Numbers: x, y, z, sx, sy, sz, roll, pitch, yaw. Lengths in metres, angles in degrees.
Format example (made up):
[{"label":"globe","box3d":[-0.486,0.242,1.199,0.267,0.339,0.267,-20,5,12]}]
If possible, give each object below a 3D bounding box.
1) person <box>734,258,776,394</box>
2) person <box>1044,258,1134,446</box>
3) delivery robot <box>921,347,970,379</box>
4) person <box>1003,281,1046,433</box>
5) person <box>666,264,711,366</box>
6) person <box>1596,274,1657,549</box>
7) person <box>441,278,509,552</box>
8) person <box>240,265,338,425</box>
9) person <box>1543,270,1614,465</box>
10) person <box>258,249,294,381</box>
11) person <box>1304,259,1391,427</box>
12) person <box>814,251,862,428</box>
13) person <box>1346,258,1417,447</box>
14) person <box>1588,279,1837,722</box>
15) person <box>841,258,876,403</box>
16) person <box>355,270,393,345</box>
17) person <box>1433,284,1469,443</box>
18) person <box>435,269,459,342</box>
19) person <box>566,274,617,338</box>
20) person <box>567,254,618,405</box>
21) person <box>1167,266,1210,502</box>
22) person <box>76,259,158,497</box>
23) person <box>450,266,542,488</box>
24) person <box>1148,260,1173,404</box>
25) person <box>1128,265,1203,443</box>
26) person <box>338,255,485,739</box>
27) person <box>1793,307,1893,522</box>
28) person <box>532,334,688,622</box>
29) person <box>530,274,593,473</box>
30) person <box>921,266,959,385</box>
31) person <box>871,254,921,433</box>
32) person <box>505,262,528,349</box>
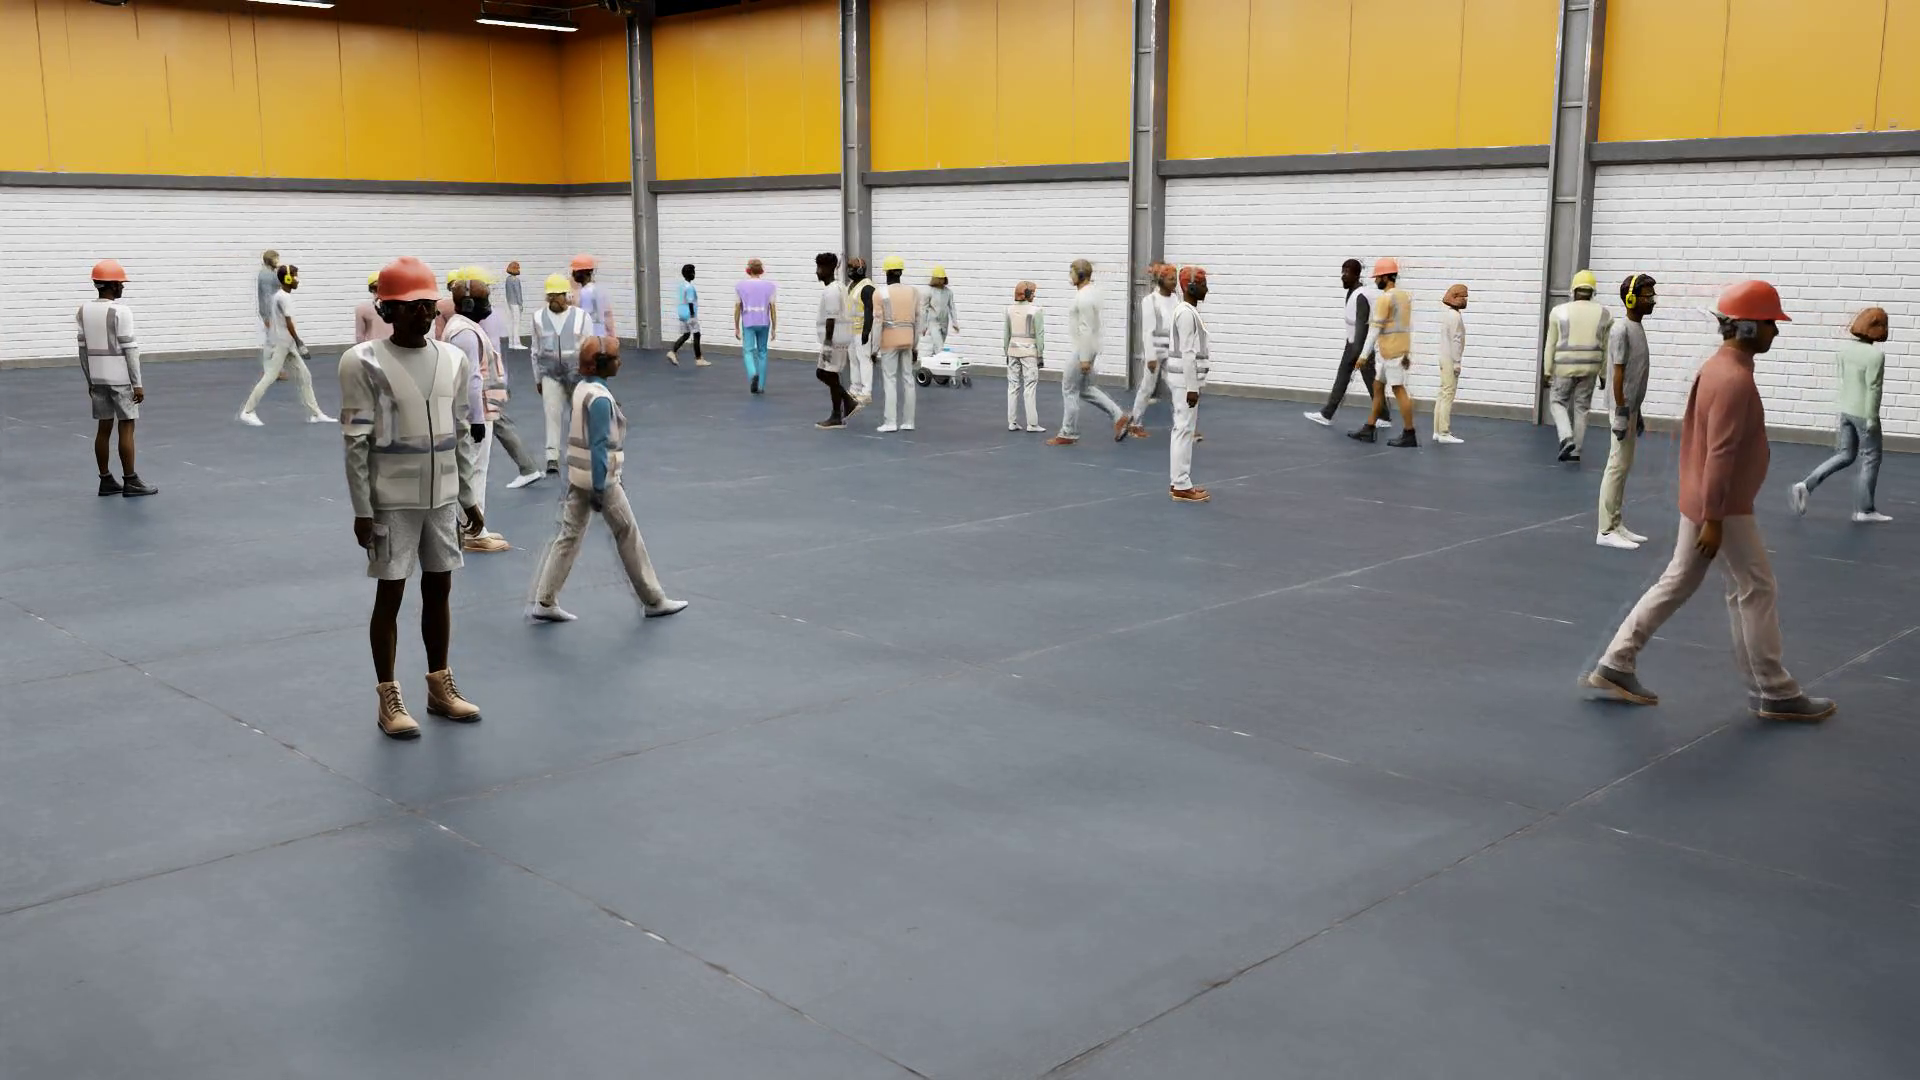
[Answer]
[{"label":"person","box3d":[-2.723,-2.848,22.251,0.559,1.831,0.660,-3,11,-15]},{"label":"person","box3d":[1.301,-1.881,16.753,0.833,1.916,0.640,1,10,8]},{"label":"delivery robot","box3d":[-0.201,-2.471,23.416,0.707,0.478,0.477,8,13,37]},{"label":"person","box3d":[0.693,-1.983,18.063,0.515,1.636,0.314,8,13,39]},{"label":"person","box3d":[-4.437,-3.653,27.056,0.667,1.676,0.547,-6,12,-30]},{"label":"person","box3d":[4.597,-0.882,11.421,0.328,1.872,0.514,7,12,32]},{"label":"person","box3d":[-3.287,-0.844,11.290,0.429,1.841,0.633,-4,11,-20]},{"label":"person","box3d":[-7.677,-2.186,18.797,1.039,1.820,0.530,-3,11,-14]},{"label":"person","box3d":[5.724,-1.589,15.416,0.611,1.813,0.440,1,10,7]},{"label":"person","box3d":[-9.998,-3.282,24.357,0.564,1.921,0.664,-4,11,-22]},{"label":"person","box3d":[4.370,-2.171,18.476,0.970,1.857,0.606,0,10,-1]},{"label":"person","box3d":[-1.399,-2.200,18.375,0.449,1.953,0.608,-1,10,-5]},{"label":"person","box3d":[4.290,-1.900,16.899,0.900,1.887,0.573,7,12,33]},{"label":"person","box3d":[3.354,-0.179,7.386,1.015,1.952,0.635,3,11,14]},{"label":"person","box3d":[-1.311,-2.672,21.262,0.429,1.844,0.627,-6,12,-29]},{"label":"person","box3d":[-6.214,-2.015,17.904,0.550,1.748,0.445,-3,11,-16]},{"label":"person","box3d":[5.085,-1.822,17.190,0.268,1.632,0.504,1,10,5]},{"label":"person","box3d":[-5.383,-2.023,17.930,0.533,1.765,0.326,-5,12,-26]},{"label":"person","box3d":[-4.540,-2.484,20.190,0.984,1.865,0.647,10,14,43]},{"label":"person","box3d":[-4.190,-2.250,18.726,0.415,1.924,0.576,0,10,-2]},{"label":"person","box3d":[1.850,-1.252,13.410,0.355,1.880,0.576,1,10,4]},{"label":"person","box3d":[-6.905,-1.317,13.611,0.551,1.934,0.372,4,11,19]},{"label":"person","box3d":[-4.019,-1.360,14.004,0.978,1.885,0.602,-1,10,-6]},{"label":"person","box3d":[2.579,-2.605,20.938,0.668,1.830,0.536,5,11,25]},{"label":"person","box3d":[2.094,-1.927,17.240,0.600,1.832,1.001,-7,13,-34]},{"label":"person","box3d":[-2.328,-0.186,7.146,0.381,2.045,0.605,9,14,40]},{"label":"person","box3d":[6.625,-0.926,12.357,0.654,1.608,0.508,0,10,-2]},{"label":"person","box3d":[-1.985,-0.331,9.164,0.853,1.593,0.524,-5,12,-27]},{"label":"person","box3d":[-3.618,-1.528,15.182,0.585,1.787,0.934,-1,10,-7]},{"label":"person","box3d":[-0.340,-3.102,23.995,0.489,1.699,0.913,-8,13,-36]},{"label":"person","box3d":[-0.701,-2.131,18.076,0.593,1.924,0.387,-6,12,-32]},{"label":"person","box3d":[-8.351,-4.398,31.239,0.270,1.632,0.508,-9,13,-39]}]
